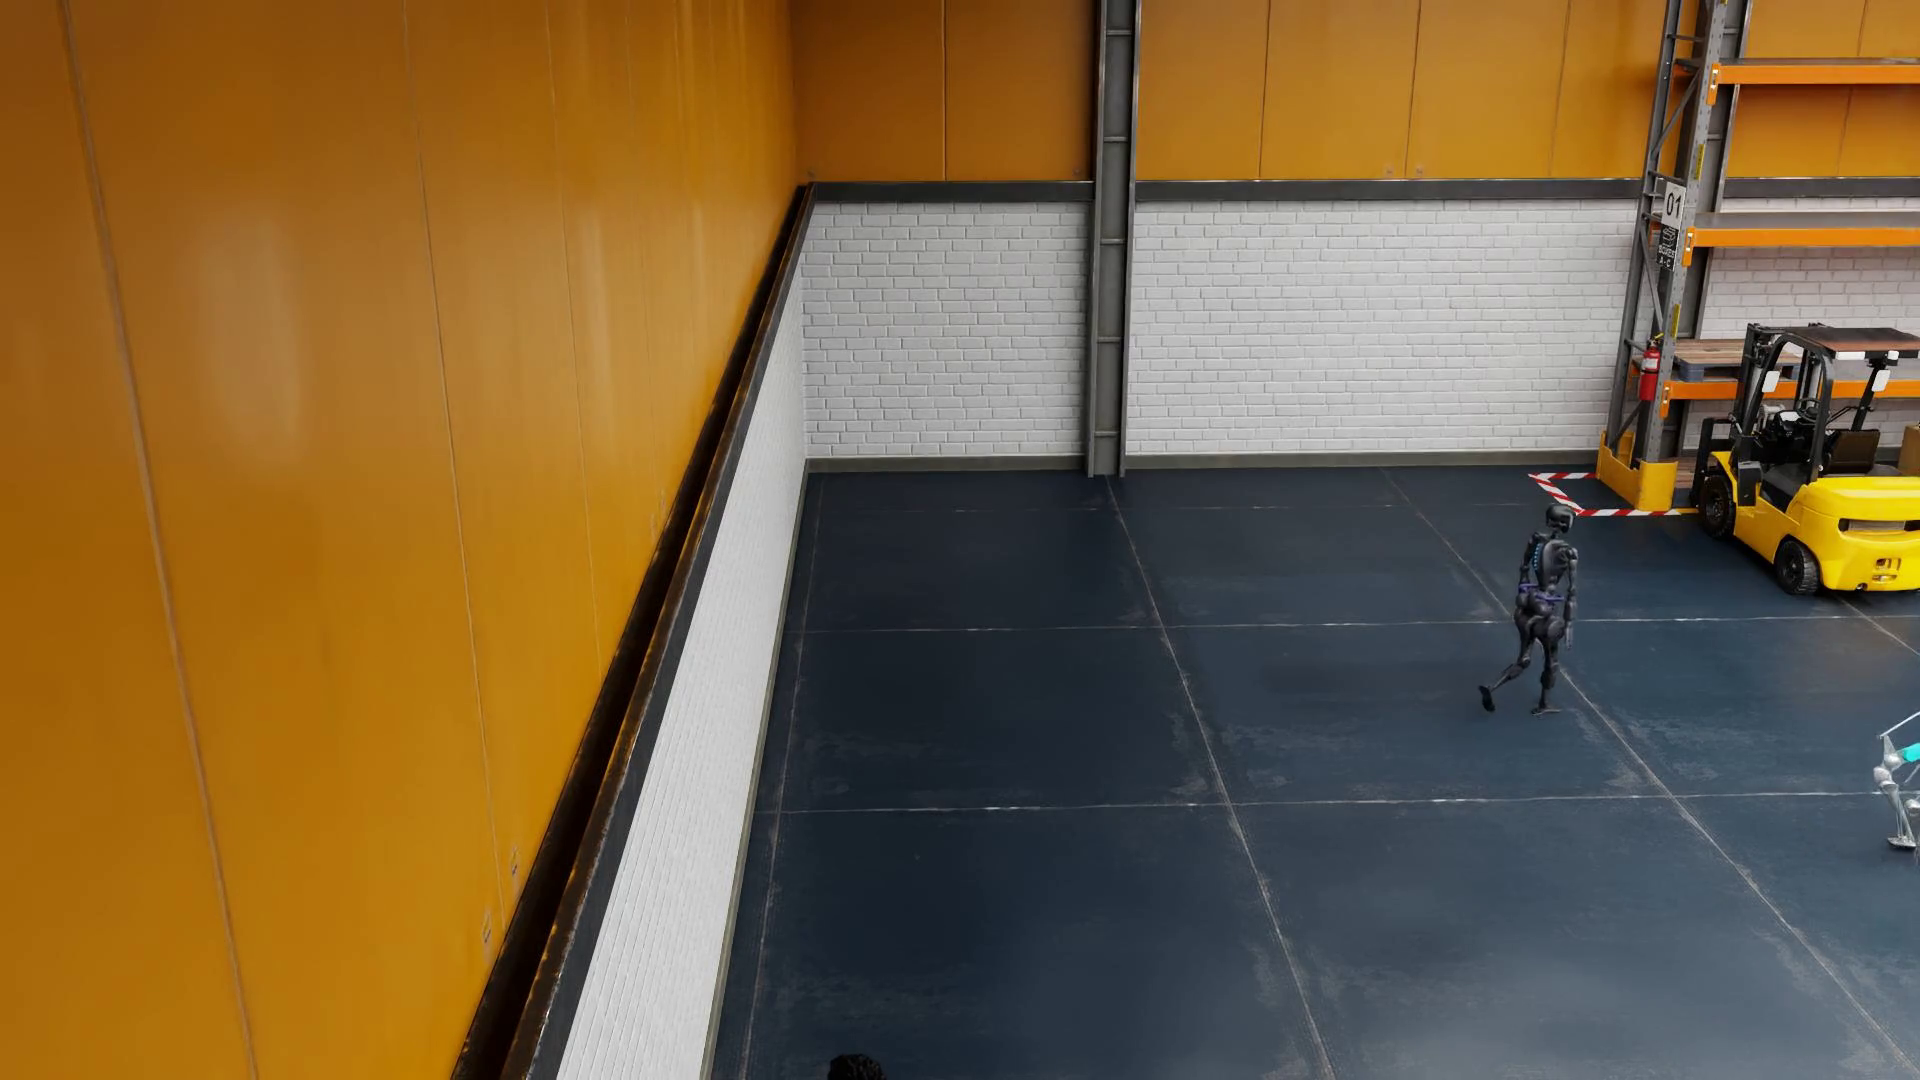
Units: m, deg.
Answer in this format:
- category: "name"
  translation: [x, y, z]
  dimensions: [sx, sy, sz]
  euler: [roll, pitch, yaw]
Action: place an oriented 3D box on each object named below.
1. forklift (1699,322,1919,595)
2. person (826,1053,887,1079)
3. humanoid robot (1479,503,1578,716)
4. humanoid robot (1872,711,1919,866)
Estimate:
- category: "forklift"
  translation: [7.809, -0.792, 14.926]
  dimensions: [1.214, 2.155, 2.313]
  euler: [-1, 20, -2]
- category: "person"
  translation: [-0.373, 2.666, 6.263]
  dimensions: [0.318, 1.696, 0.536]
  euler: [5, 21, 14]
- category: "humanoid robot"
  translation: [4.183, 0.527, 12.102]
  dimensions: [0.591, 1.632, 0.614]
  euler: [-8, 22, -20]
- category: "humanoid robot"
  translation: [5.999, 1.234, 10.238]
  dimensions: [0.757, 1.881, 0.542]
  euler: [3, 21, 9]
